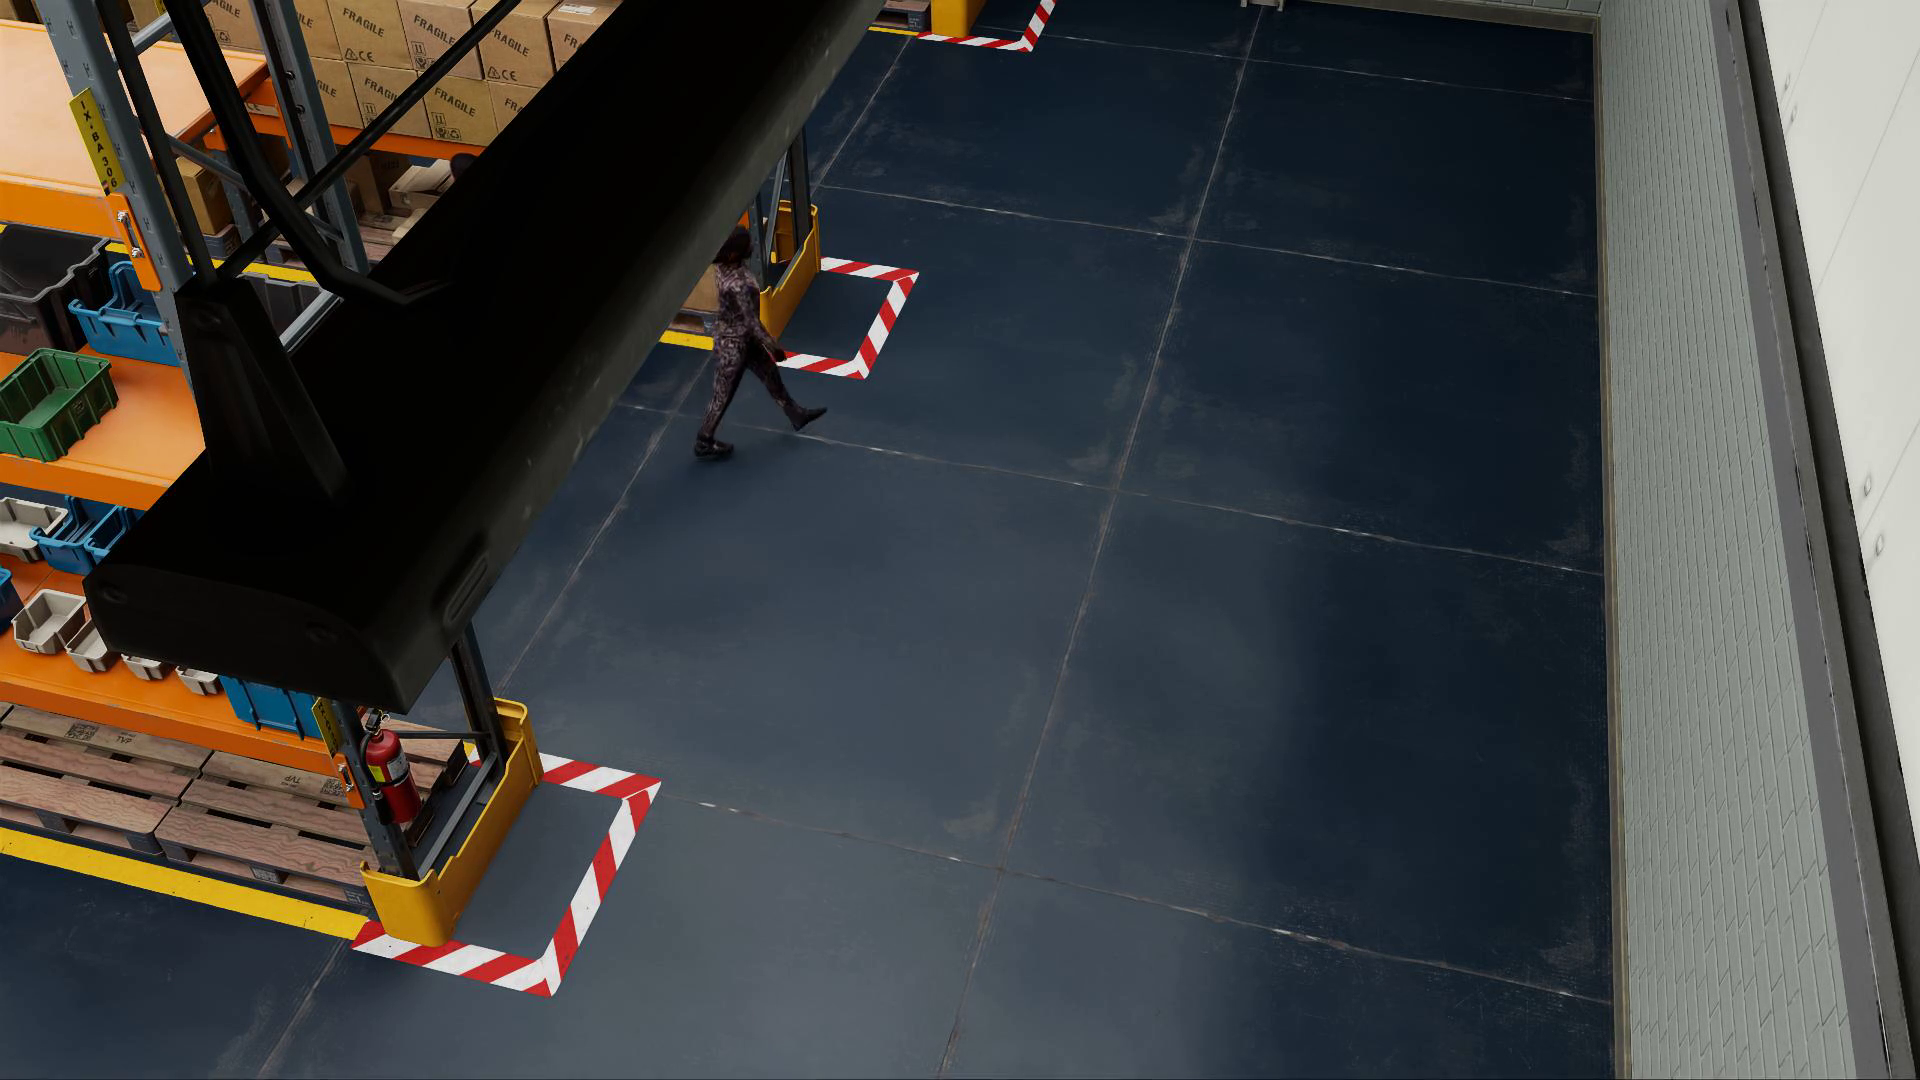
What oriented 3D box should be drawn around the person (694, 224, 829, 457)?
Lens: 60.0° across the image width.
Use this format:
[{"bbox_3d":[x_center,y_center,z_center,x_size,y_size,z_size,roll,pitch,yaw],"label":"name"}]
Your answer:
[{"bbox_3d":[-1.457,-1.160,10.198,1.186,1.671,0.932,-10,44,-10],"label":"person"}]
